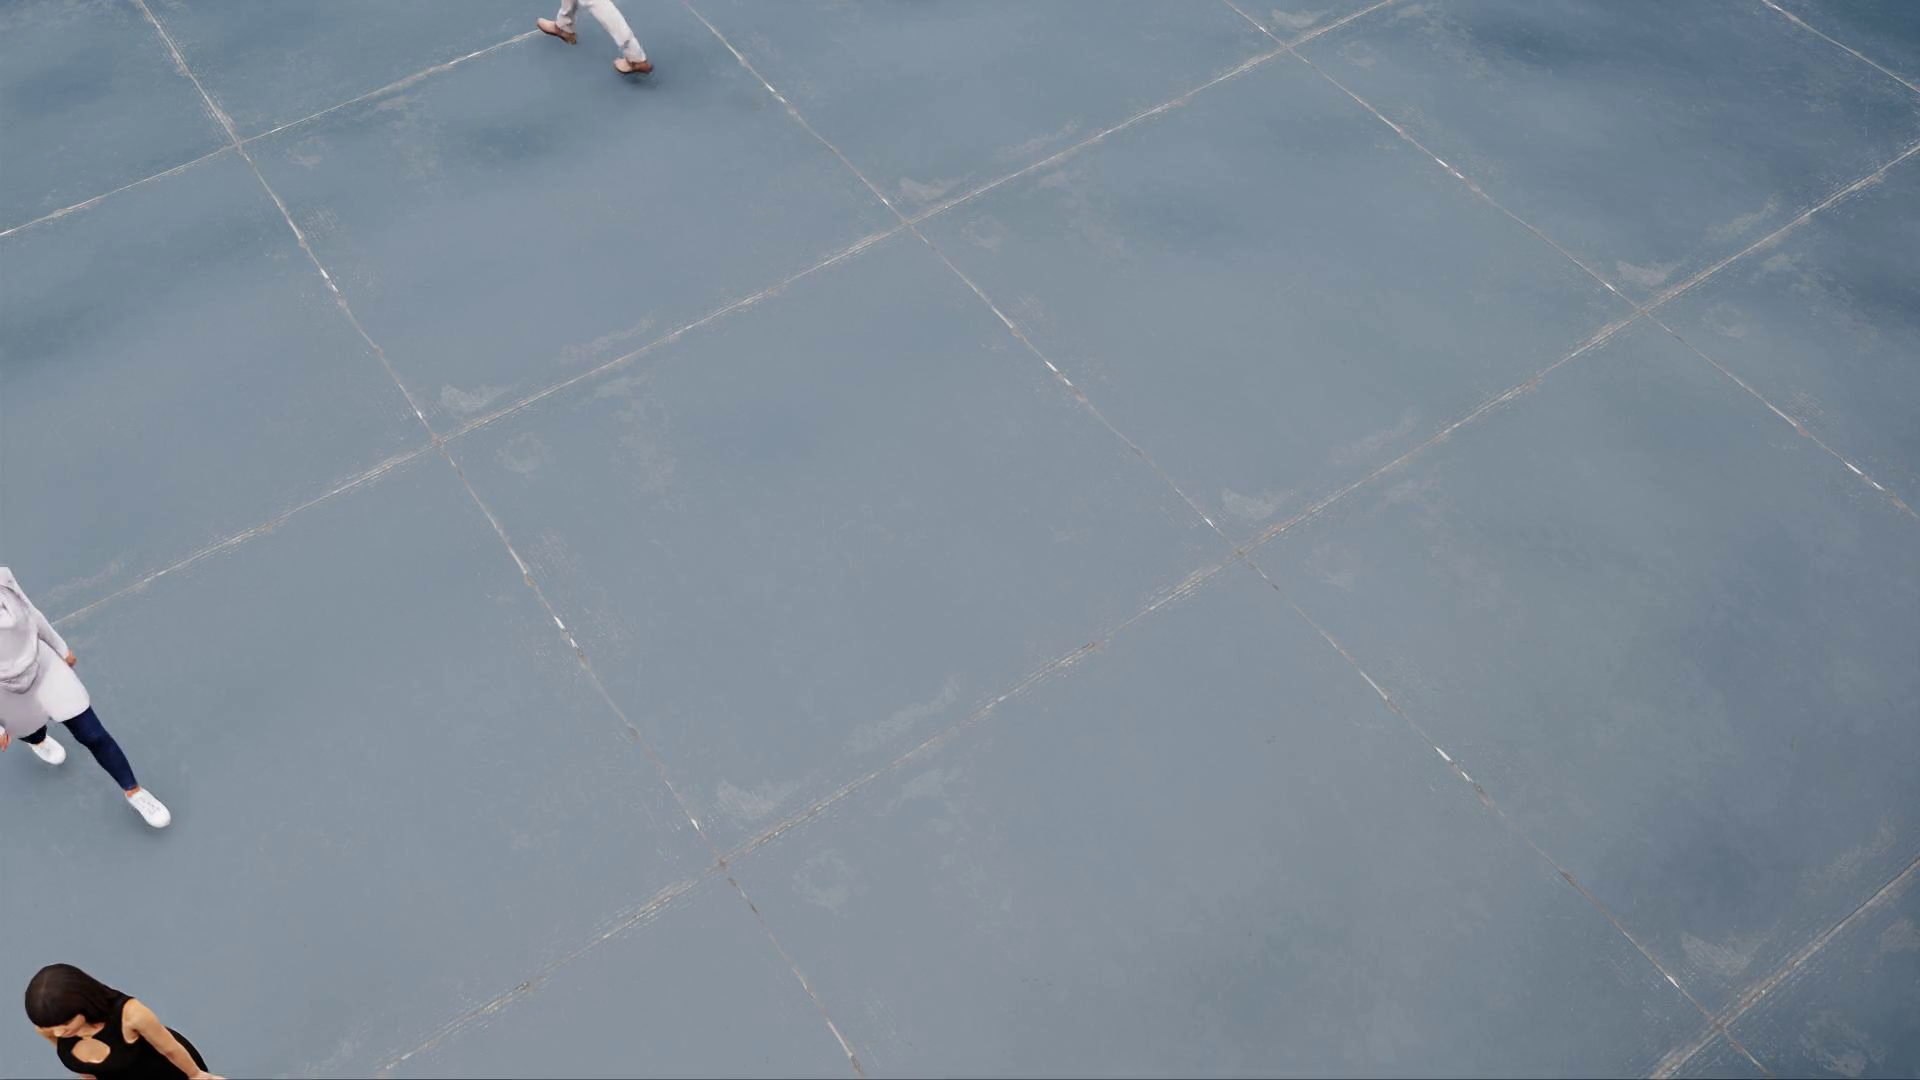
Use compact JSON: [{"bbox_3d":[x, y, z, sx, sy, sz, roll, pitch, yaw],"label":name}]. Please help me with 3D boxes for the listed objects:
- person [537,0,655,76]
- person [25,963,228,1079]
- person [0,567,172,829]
[{"bbox_3d":[-2.285,-3.644,10.064,1.327,1.850,1.047,24,56,17],"label":"person"},{"bbox_3d":[-2.897,1.865,5.926,0.625,1.647,0.641,-5,52,-4],"label":"person"},{"bbox_3d":[-3.926,0.572,6.867,1.181,1.743,0.861,31,58,22],"label":"person"}]
